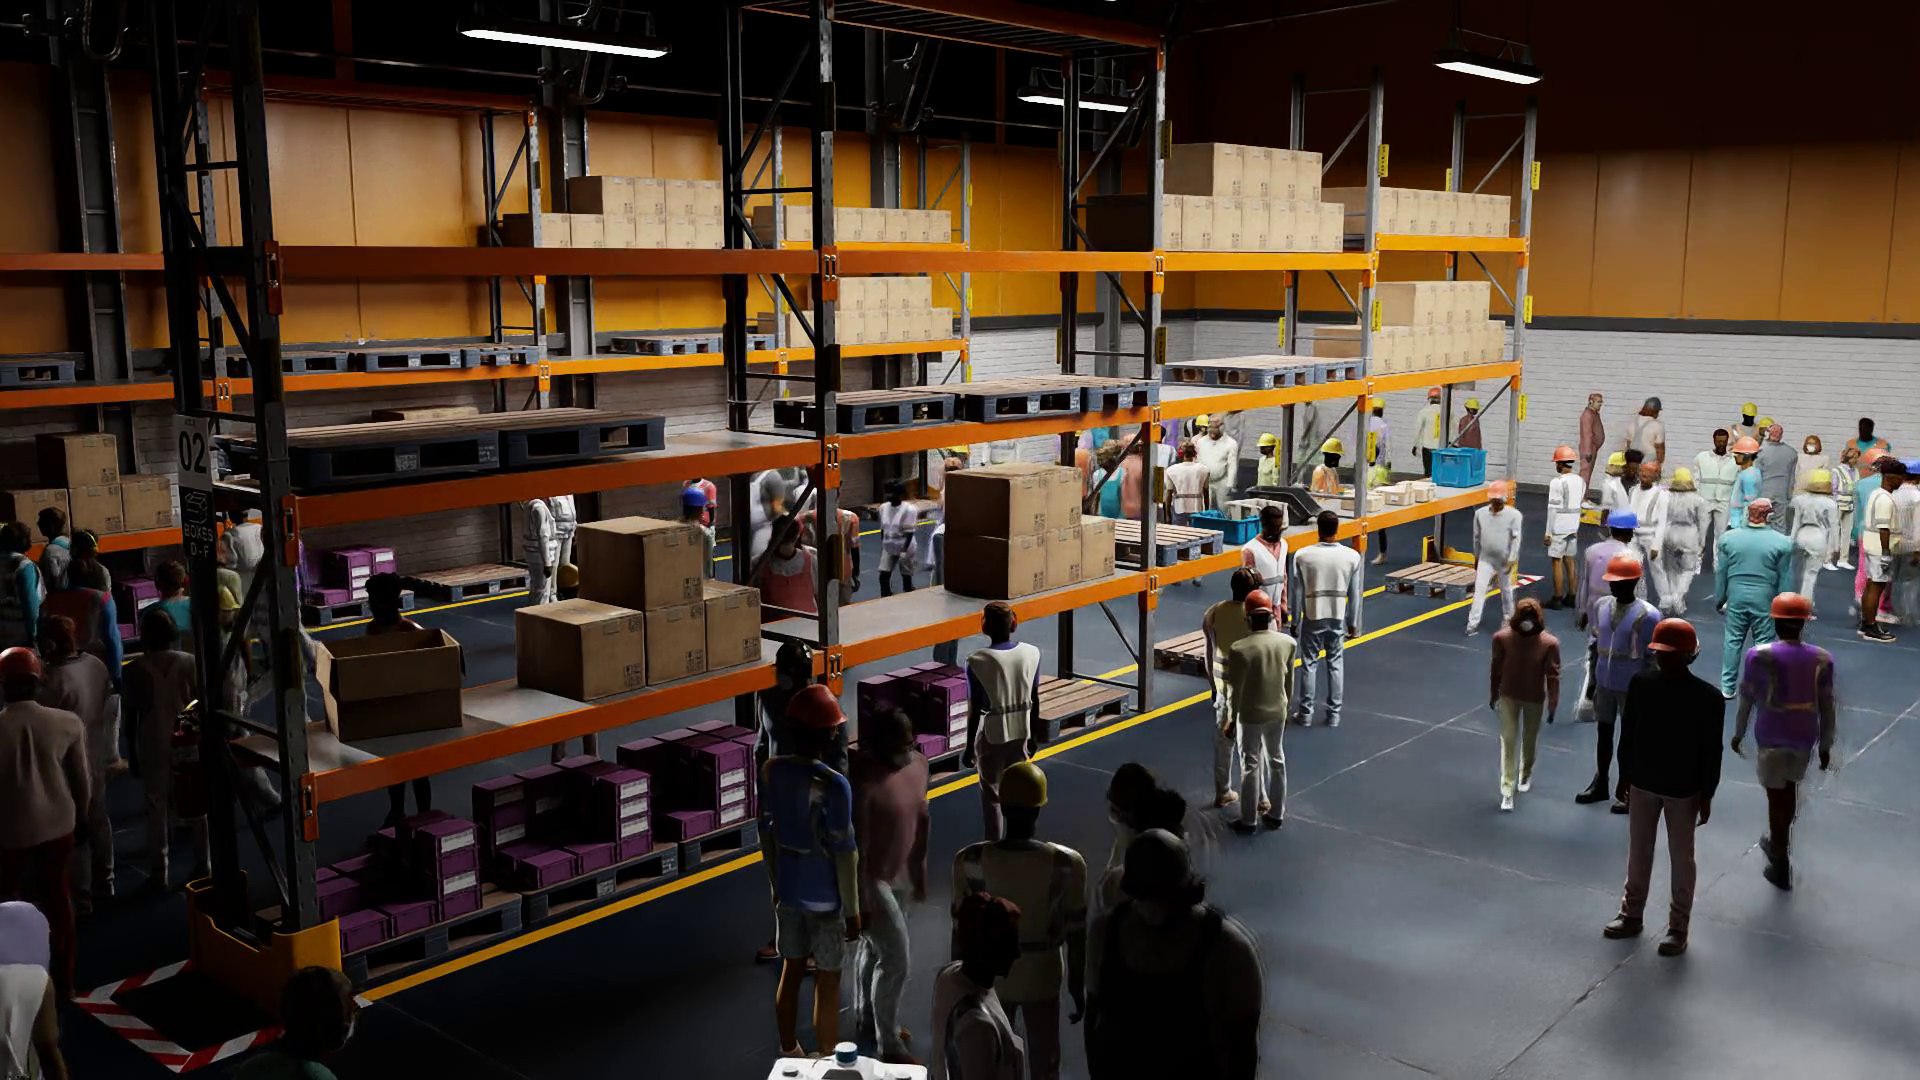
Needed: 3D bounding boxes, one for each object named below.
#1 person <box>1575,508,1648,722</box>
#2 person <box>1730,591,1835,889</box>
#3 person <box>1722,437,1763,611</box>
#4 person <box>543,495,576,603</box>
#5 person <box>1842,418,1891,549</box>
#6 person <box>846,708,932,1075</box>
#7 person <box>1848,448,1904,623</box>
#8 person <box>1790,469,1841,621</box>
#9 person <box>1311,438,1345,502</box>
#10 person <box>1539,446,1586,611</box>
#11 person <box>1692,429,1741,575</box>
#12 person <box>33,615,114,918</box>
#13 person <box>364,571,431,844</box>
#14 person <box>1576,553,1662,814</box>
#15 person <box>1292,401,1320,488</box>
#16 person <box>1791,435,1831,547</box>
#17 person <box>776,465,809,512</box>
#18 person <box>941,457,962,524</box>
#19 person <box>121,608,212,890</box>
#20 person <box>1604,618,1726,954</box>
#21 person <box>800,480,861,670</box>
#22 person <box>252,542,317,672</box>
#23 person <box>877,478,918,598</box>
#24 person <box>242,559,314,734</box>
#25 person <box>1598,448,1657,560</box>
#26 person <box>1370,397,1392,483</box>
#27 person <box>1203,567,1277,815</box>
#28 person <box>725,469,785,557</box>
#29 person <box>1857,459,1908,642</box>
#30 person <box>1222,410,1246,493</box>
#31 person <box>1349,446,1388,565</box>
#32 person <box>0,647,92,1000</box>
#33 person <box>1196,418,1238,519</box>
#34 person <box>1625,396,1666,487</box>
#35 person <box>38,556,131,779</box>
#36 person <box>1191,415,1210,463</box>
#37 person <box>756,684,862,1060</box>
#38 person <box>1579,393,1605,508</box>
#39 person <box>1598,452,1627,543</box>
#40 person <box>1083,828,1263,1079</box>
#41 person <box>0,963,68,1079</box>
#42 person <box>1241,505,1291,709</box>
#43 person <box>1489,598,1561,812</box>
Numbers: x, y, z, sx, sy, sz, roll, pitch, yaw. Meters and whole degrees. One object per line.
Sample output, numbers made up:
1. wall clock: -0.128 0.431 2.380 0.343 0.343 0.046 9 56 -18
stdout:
1. person: 5.877 0.662 14.737 0.969 1.898 0.636 -4 10 -21
2. person: 5.440 1.286 11.056 0.551 1.887 0.899 1 10 4
3. person: 9.105 -0.183 19.365 0.381 2.045 0.605 5 11 28
4. person: -4.678 -0.085 19.400 0.404 1.837 0.587 3 10 20
5. person: 12.933 -0.826 23.766 1.041 1.866 0.604 -7 12 -36
6. person: -0.345 1.745 8.343 0.672 1.897 0.636 5 11 29
7. person: 10.514 -0.051 18.905 0.391 1.951 0.768 -6 11 -31
8. person: 9.746 0.057 18.885 0.653 1.721 0.525 -5 11 -26
9. person: 4.504 -0.297 20.445 0.407 1.917 0.583 5 11 27
10. person: 7.045 -0.139 19.471 0.541 1.929 0.385 -7 12 -35
11. person: 9.803 -0.494 21.594 0.587 1.920 0.390 2 10 12
12. person: -5.549 1.398 10.344 0.411 1.908 0.643 0 10 1
13. person: -3.893 1.177 11.488 0.614 1.961 0.365 6 11 33
14. person: 4.871 1.054 12.301 0.377 1.936 0.549 -6 11 -32
15. person: 6.135 -1.780 29.526 0.761 1.840 0.550 0 10 -2
16. person: 12.018 -0.680 23.558 0.505 1.632 0.266 7 12 35
17. person: -2.224 -0.530 21.535 0.647 2.001 0.981 1 10 5
18. person: -0.063 -0.231 20.866 0.311 1.636 0.521 -5 11 -27
19. person: -5.143 1.351 10.830 0.505 1.839 0.347 -5 11 -29
20. person: 4.172 1.435 9.847 0.378 1.996 0.611 -8 12 -40
21. person: -1.290 0.321 16.585 0.610 1.964 0.365 1 10 4
22. person: -6.731 0.522 16.529 0.895 1.587 0.513 1 10 8
23. person: -0.738 0.140 18.547 0.530 1.662 0.700 5 11 28
24. person: -5.842 0.788 14.122 0.736 1.863 0.589 -8 13 -41
25. person: 7.743 -0.122 19.325 0.622 1.937 0.772 3 10 20
26. person: 6.642 -1.335 26.647 0.621 1.906 0.502 8 12 40
27. person: 2.098 1.106 12.277 0.627 1.844 0.429 8 13 41
28. person: -2.397 -0.191 19.423 0.703 2.000 0.535 9 13 43
29. person: 9.927 0.101 17.909 0.363 1.962 0.616 3 10 19
30. person: 4.741 -1.661 29.140 0.501 1.710 0.583 8 12 39
31. person: 5.407 -0.461 22.140 0.812 1.655 0.530 -5 11 -28
32. person: -5.122 1.571 9.128 0.495 1.967 0.691 9 13 44
33. person: 3.626 -0.817 23.725 0.643 1.848 1.020 4 10 24
34. person: 10.545 -1.239 25.682 0.819 2.000 0.682 -4 10 -24
35. person: -6.729 1.023 12.825 0.679 1.809 0.696 0 10 0
36. person: 3.669 -1.020 25.197 0.310 1.768 0.533 7 12 35
37. person: -0.705 1.704 8.102 0.605 2.045 0.377 8 12 40
38. person: 10.450 -1.478 27.525 0.401 1.904 0.640 5 11 26
39. person: 8.042 -0.220 20.481 0.322 1.743 0.489 8 12 39
40. person: 0.770 2.016 6.246 0.696 2.000 0.696 5 11 27
41. person: -3.531 2.164 6.006 0.602 1.827 0.433 -6 11 -34
42. person: 2.738 0.623 14.974 0.593 1.909 0.410 -9 13 -44
43. person: 4.240 1.197 12.501 0.506 1.580 0.873 4 10 22
